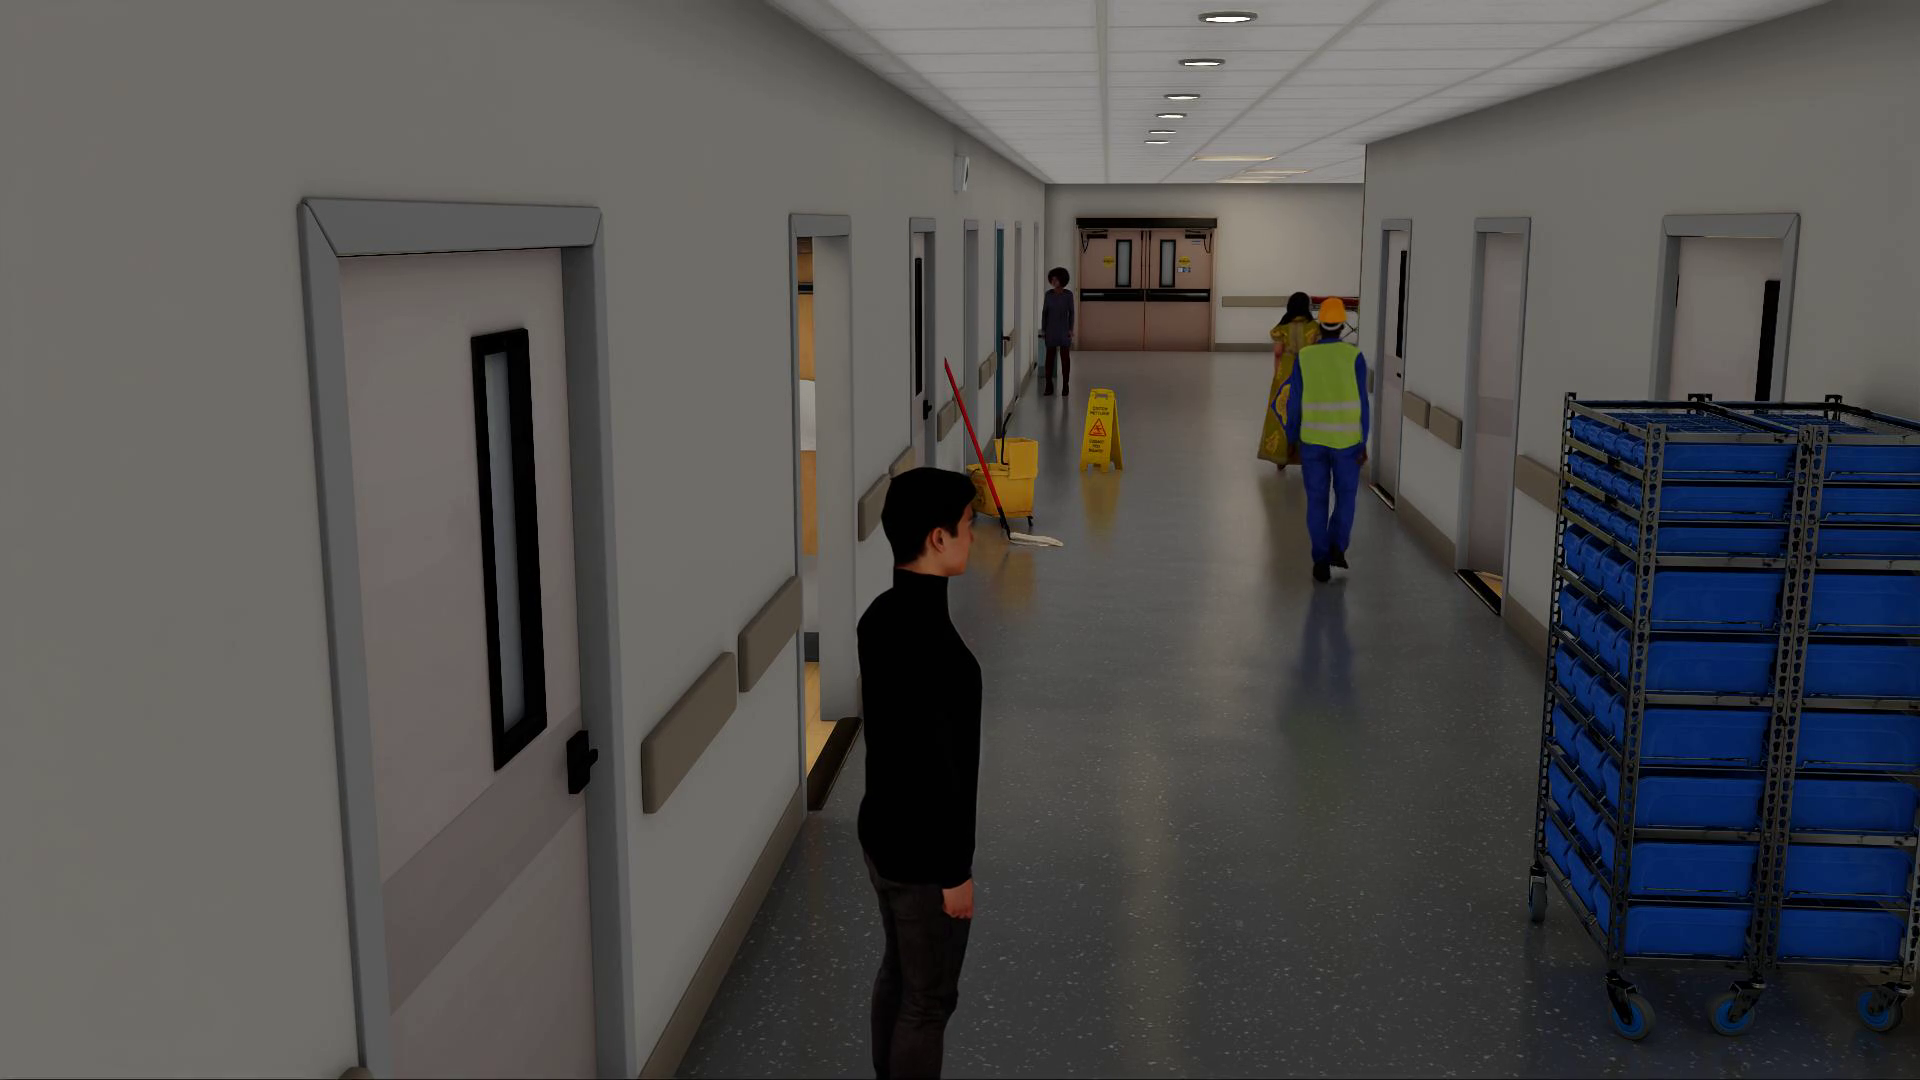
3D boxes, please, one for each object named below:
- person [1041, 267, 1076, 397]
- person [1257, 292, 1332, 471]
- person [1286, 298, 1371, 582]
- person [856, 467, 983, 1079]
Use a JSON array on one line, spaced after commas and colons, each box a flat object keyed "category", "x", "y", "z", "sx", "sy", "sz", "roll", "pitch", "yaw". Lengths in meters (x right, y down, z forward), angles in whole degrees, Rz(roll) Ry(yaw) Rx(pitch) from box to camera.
[{"category": "person", "x": 1.322, "y": -2.796, "z": 22.297, "sx": 0.633, "sy": 1.712, "sz": 0.582, "roll": 3, "pitch": 11, "yaw": 16}, {"category": "person", "x": 3.153, "y": -1.485, "z": 15.529, "sx": 0.874, "sy": 1.659, "sz": 0.795, "roll": 2, "pitch": 11, "yaw": 11}, {"category": "person", "x": 2.359, "y": -0.630, "z": 10.630, "sx": 0.709, "sy": 1.805, "sz": 0.669, "roll": 2, "pitch": 11, "yaw": 11}, {"category": "person", "x": -0.099, "y": 0.683, "z": 3.935, "sx": 0.769, "sy": 1.722, "sz": 0.603, "roll": -3, "pitch": 11, "yaw": -15}]
